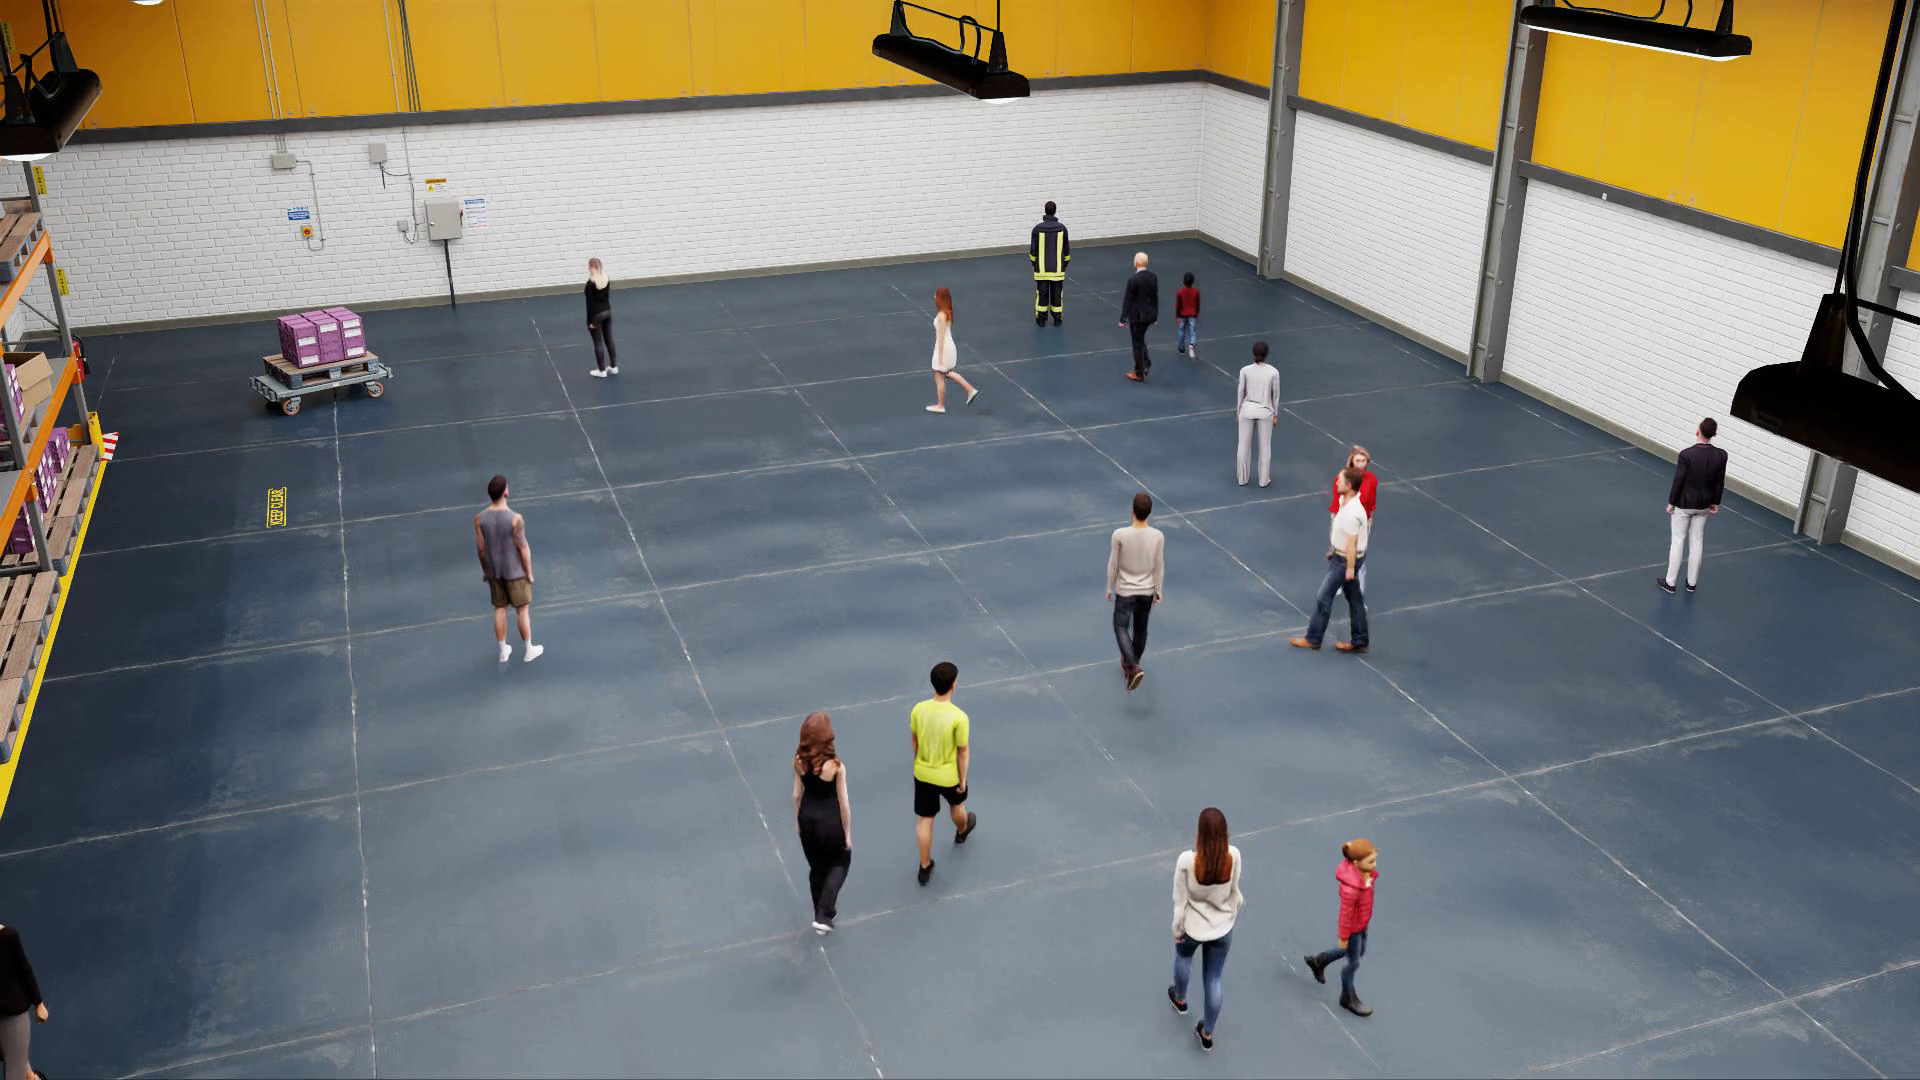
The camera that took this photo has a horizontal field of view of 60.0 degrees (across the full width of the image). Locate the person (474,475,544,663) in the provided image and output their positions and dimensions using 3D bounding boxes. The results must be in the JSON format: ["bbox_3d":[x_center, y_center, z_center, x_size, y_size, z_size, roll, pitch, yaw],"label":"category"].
[{"bbox_3d":[-4.199,0.270,15.381,0.708,1.843,0.699,2,24,4],"label":"person"}]

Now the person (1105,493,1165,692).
[{"bbox_3d":[1.560,0.494,14.787,0.819,1.855,1.054,-2,24,-5],"label":"person"}]

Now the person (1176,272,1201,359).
[{"bbox_3d":[3.319,-3.256,24.128,0.650,1.244,0.794,0,24,0],"label":"person"}]

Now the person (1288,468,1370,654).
[{"bbox_3d":[3.701,0.221,15.445,1.046,1.828,1.048,6,24,14],"label":"person"}]

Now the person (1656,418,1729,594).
[{"bbox_3d":[7.376,-0.355,16.744,0.734,1.843,0.680,0,24,1],"label":"person"}]

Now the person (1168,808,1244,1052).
[{"bbox_3d":[1.575,2.482,10.468,0.762,1.672,0.895,-1,24,-2],"label":"person"}]

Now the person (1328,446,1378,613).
[{"bbox_3d":[3.850,-0.153,16.518,0.893,1.654,1.197,-1,24,-1],"label":"person"}]

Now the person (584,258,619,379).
[{"bbox_3d":[-5.017,-3.114,23.252,0.728,1.686,0.695,14,27,30],"label":"person"}]

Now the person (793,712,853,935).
[{"bbox_3d":[-0.985,2.011,11.460,0.785,1.740,0.854,7,25,16],"label":"person"}]

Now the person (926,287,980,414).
[{"bbox_3d":[-0.110,-2.462,21.748,0.914,1.695,0.941,5,24,12],"label":"person"}]

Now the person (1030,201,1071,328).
[{"bbox_3d":[1.380,-4.250,25.549,0.864,1.928,0.798,-1,24,-2],"label":"person"}]

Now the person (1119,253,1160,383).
[{"bbox_3d":[2.549,-3.053,22.986,0.774,1.787,0.736,-17,29,-34],"label":"person"}]

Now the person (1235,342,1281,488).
[{"bbox_3d":[3.469,-1.476,19.440,0.719,1.737,0.728,6,24,13],"label":"person"}]

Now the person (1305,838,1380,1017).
[{"bbox_3d":[2.519,2.495,10.897,0.837,1.304,0.738,16,29,33],"label":"person"}]

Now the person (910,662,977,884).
[{"bbox_3d":[-0.181,1.735,12.185,1.020,1.665,1.143,7,25,15],"label":"person"}]
